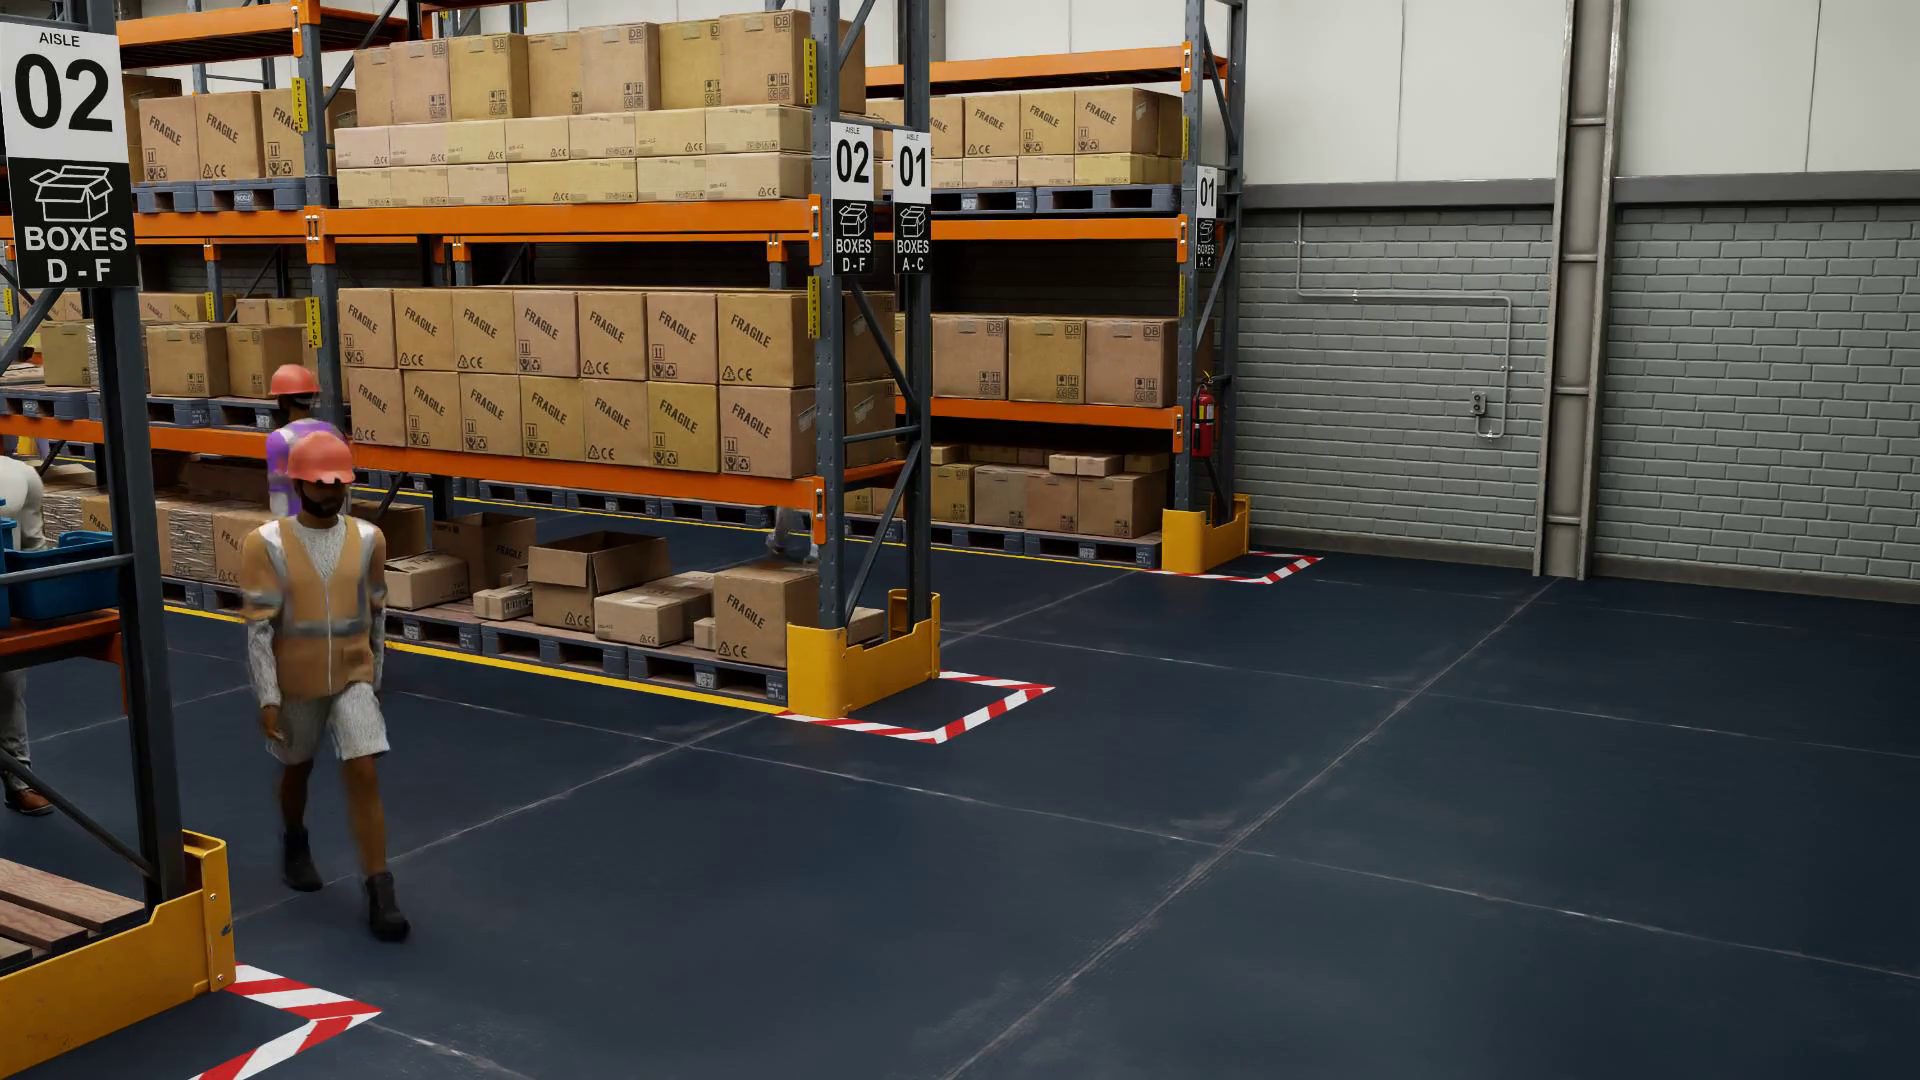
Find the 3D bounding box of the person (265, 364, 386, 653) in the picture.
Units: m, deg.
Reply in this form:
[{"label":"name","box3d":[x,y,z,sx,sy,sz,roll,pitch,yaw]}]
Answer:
[{"label":"person","box3d":[-3.770,-0.069,9.722,0.694,1.917,0.547,4,11,24]}]

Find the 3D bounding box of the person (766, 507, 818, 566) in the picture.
[{"label":"person","box3d":[-1.325,-0.711,13.704,0.596,1.828,0.979,-5,11,-27]}]

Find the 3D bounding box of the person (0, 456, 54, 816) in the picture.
[{"label":"person","box3d":[-4.360,0.316,7.402,0.376,1.936,0.627,8,13,39]}]

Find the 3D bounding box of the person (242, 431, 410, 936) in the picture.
[{"label":"person","box3d":[-2.449,0.519,6.388,0.548,1.891,1.009,-6,12,-34]}]

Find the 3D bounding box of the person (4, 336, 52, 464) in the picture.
[{"label":"person","box3d":[-10.145,-1.383,17.962,0.893,1.726,0.521,5,11,25]}]
